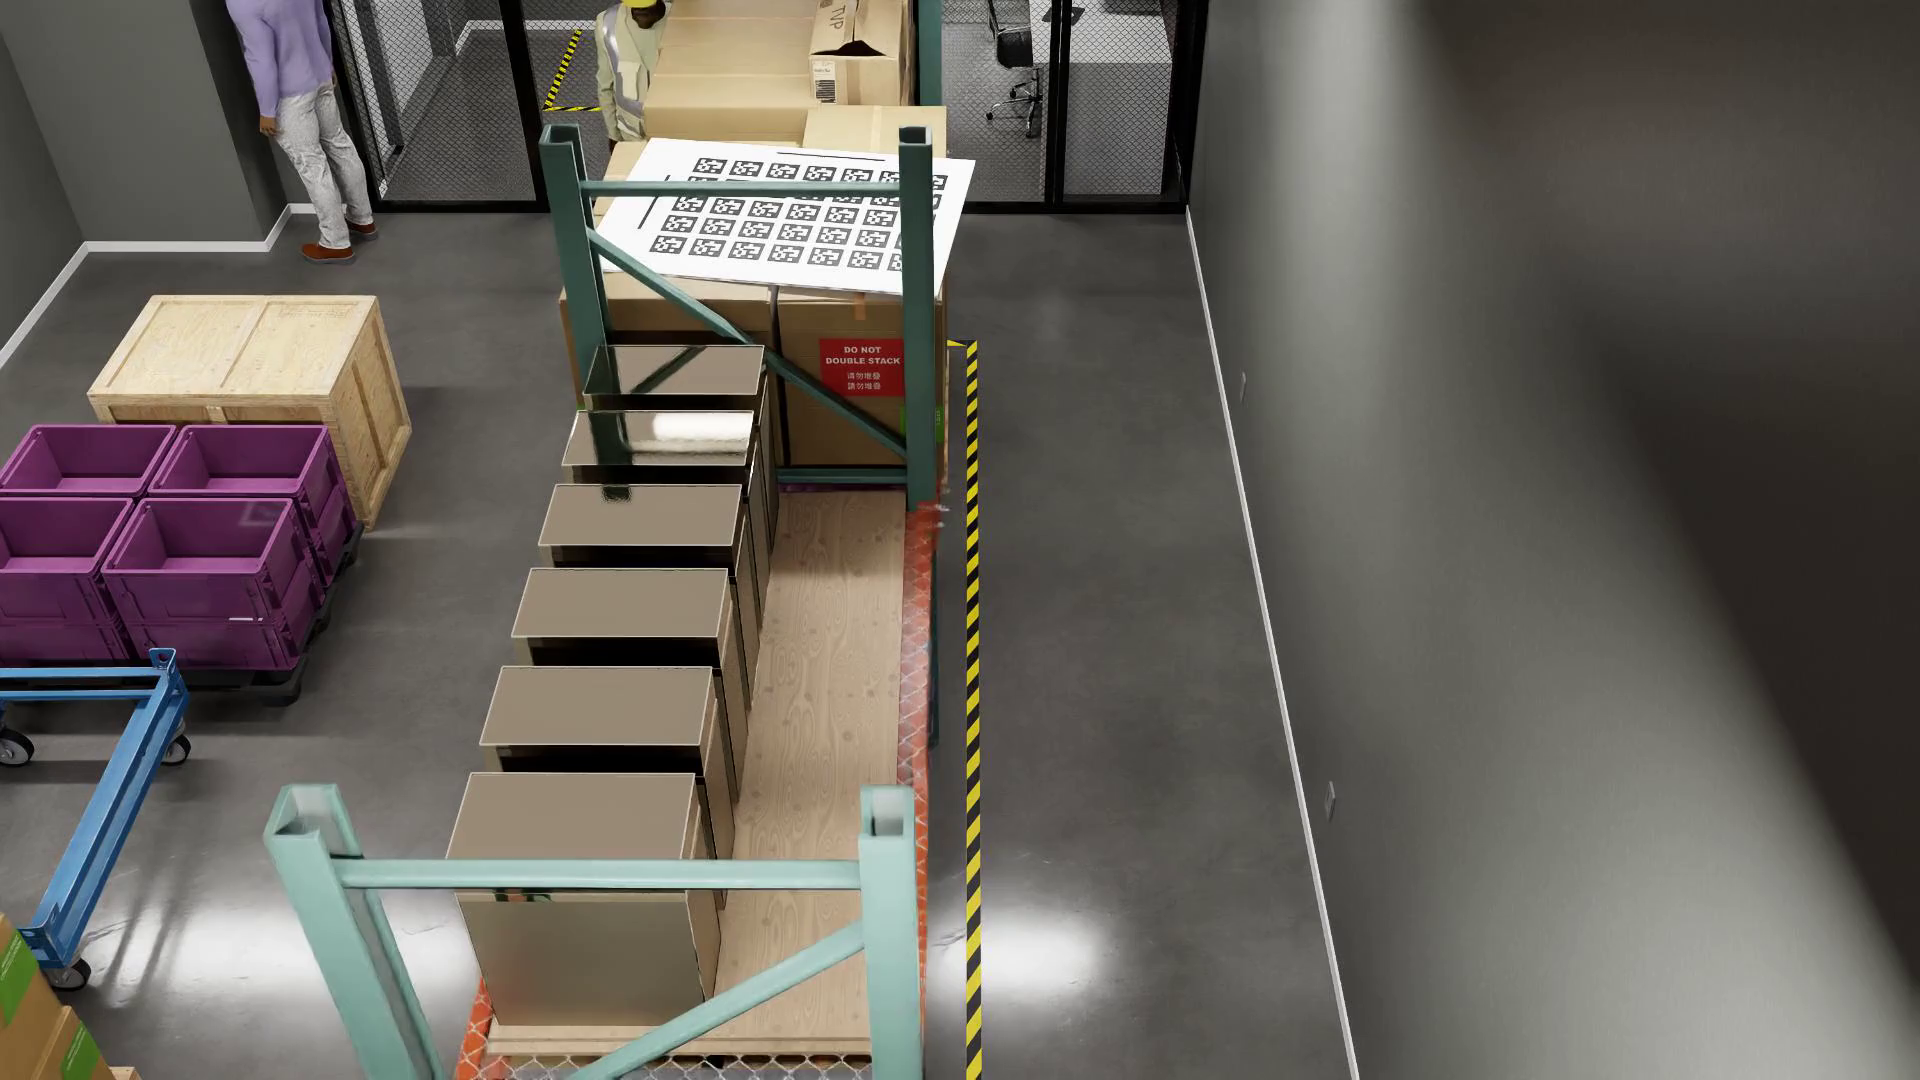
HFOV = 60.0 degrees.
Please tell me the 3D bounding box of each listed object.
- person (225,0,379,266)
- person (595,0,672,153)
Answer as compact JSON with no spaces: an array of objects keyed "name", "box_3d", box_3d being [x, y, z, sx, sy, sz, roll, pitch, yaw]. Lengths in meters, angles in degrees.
[{"name":"person","box_3d":[-3.412,-2.337,8.559,0.351,1.935,0.635,11,42,12]},{"name":"person","box_3d":[-1.492,-2.062,8.329,0.594,1.822,0.403,1,41,2]}]
